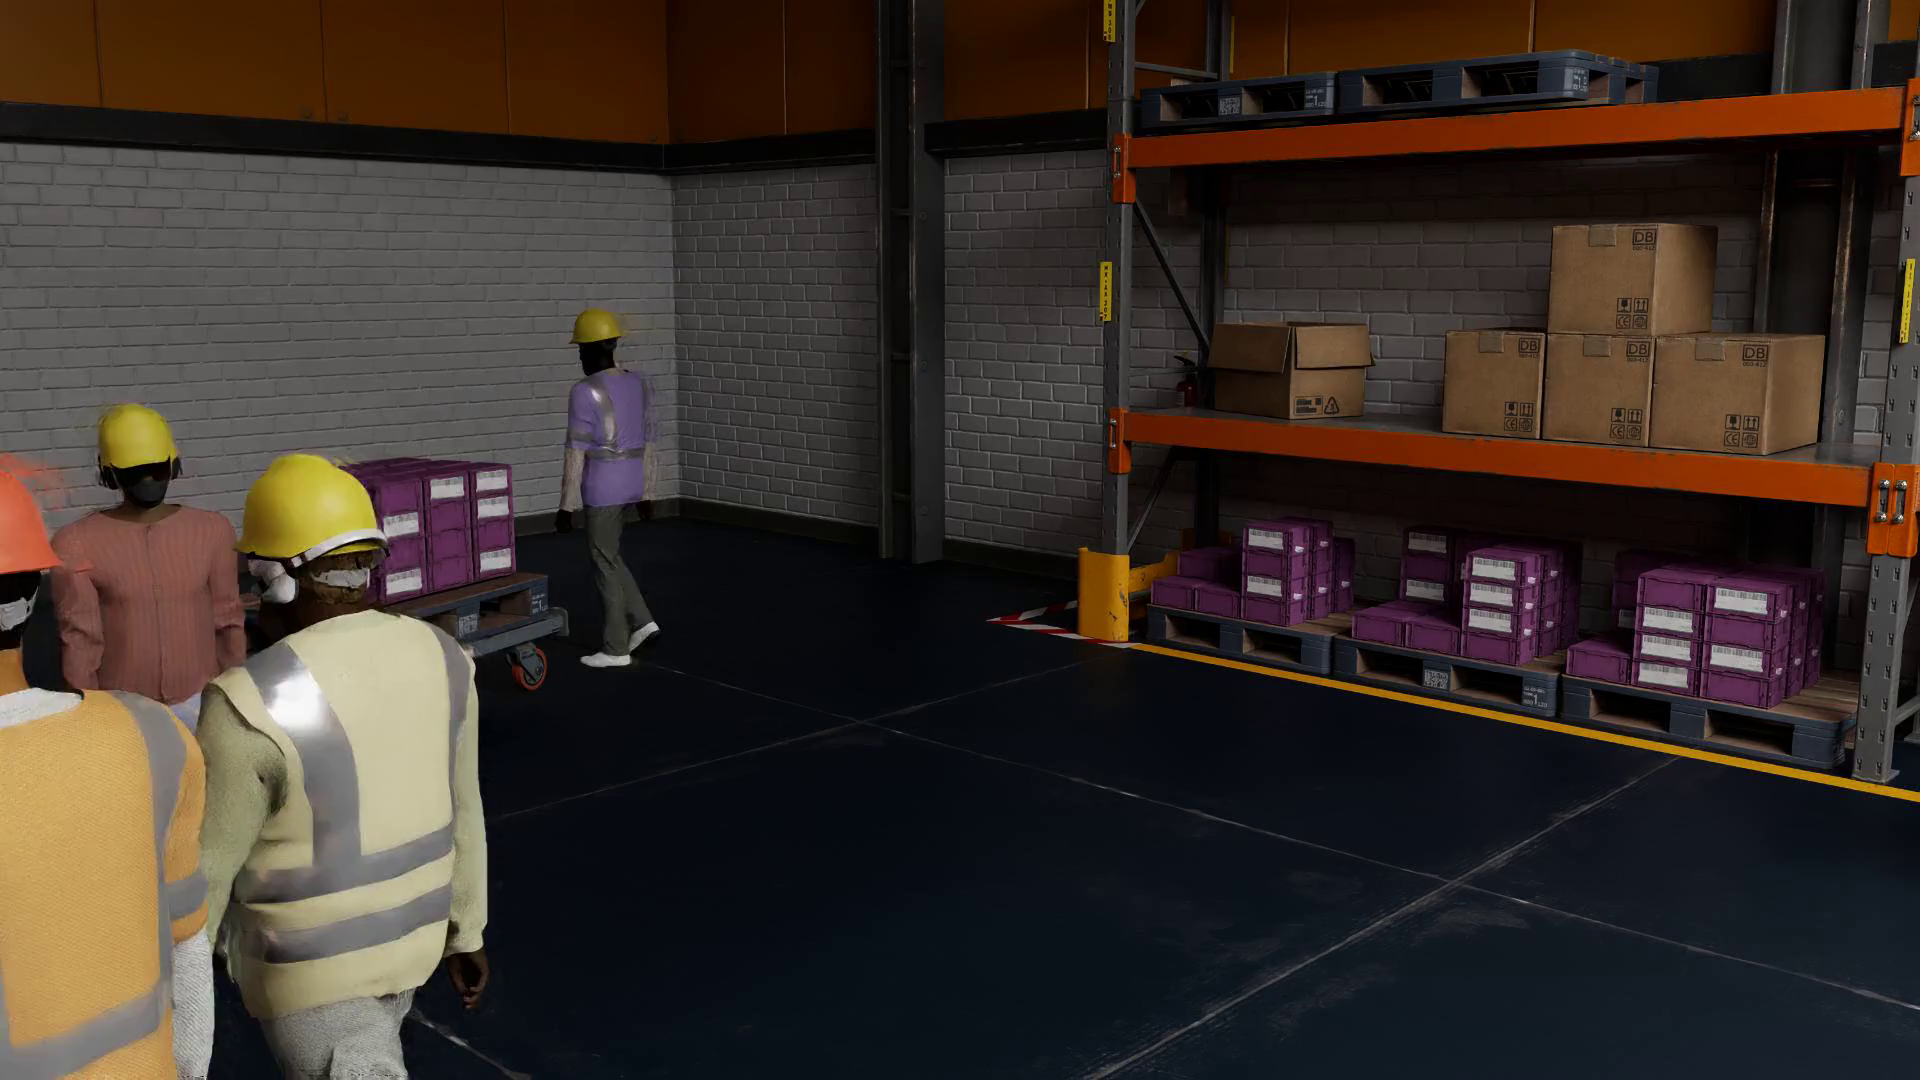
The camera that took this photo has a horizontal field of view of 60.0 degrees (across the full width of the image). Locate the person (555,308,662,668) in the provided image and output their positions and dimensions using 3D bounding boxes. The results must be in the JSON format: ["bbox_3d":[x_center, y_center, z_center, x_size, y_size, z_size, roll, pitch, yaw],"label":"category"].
[{"bbox_3d":[-1.877,-0.256,8.771,0.415,1.910,0.594,3,10,20],"label":"person"}]

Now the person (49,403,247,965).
[{"bbox_3d":[-2.302,0.477,4.795,0.524,1.750,0.387,-8,12,-39],"label":"person"}]

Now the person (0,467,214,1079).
[{"bbox_3d":[-1.121,0.832,2.148,0.739,1.914,0.551,4,10,21],"label":"person"}]

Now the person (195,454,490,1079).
[{"bbox_3d":[-1.210,0.736,3.078,0.924,1.781,0.591,4,10,21],"label":"person"}]
